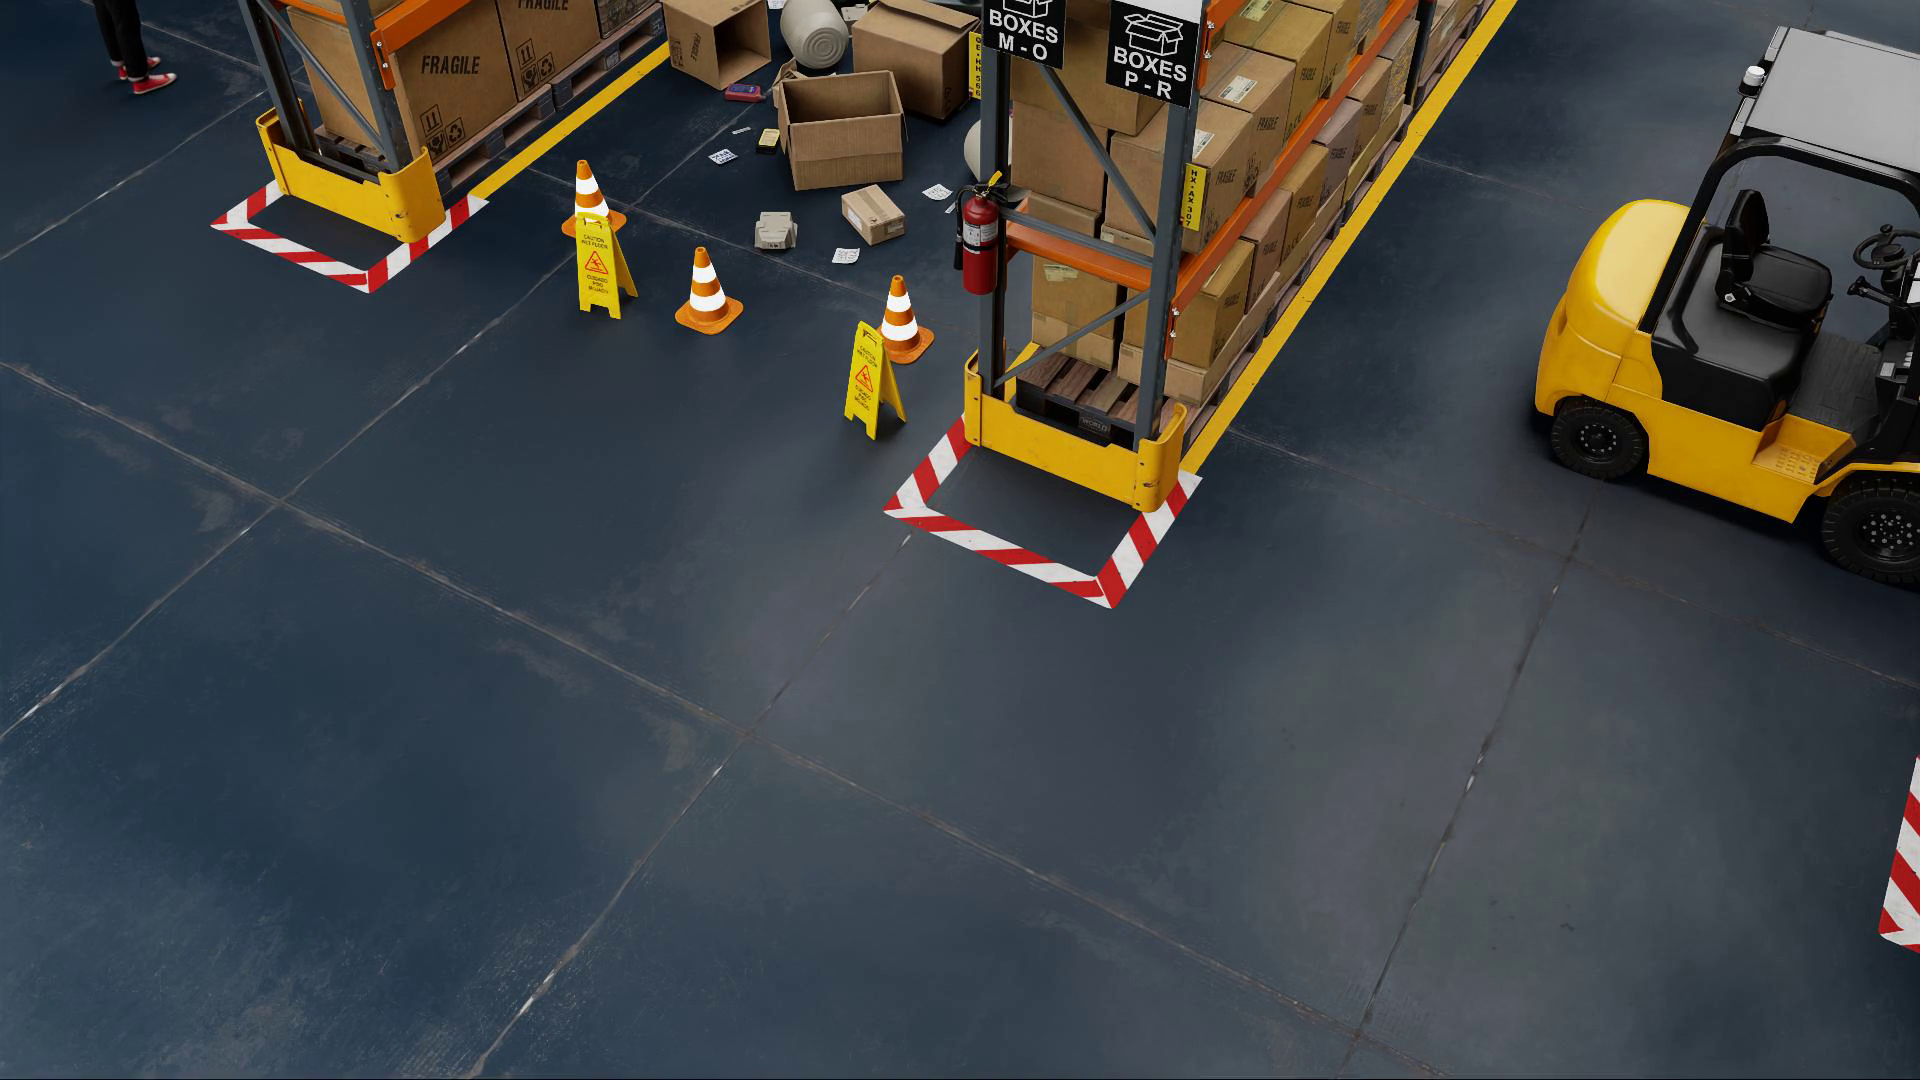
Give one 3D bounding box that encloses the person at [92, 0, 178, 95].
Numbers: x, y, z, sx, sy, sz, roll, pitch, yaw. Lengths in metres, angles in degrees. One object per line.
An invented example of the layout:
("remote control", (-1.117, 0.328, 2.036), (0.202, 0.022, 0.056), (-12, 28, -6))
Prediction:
("person", (-5.645, -3.777, 10.865), (0.722, 1.759, 0.661), (33, 55, 27))
